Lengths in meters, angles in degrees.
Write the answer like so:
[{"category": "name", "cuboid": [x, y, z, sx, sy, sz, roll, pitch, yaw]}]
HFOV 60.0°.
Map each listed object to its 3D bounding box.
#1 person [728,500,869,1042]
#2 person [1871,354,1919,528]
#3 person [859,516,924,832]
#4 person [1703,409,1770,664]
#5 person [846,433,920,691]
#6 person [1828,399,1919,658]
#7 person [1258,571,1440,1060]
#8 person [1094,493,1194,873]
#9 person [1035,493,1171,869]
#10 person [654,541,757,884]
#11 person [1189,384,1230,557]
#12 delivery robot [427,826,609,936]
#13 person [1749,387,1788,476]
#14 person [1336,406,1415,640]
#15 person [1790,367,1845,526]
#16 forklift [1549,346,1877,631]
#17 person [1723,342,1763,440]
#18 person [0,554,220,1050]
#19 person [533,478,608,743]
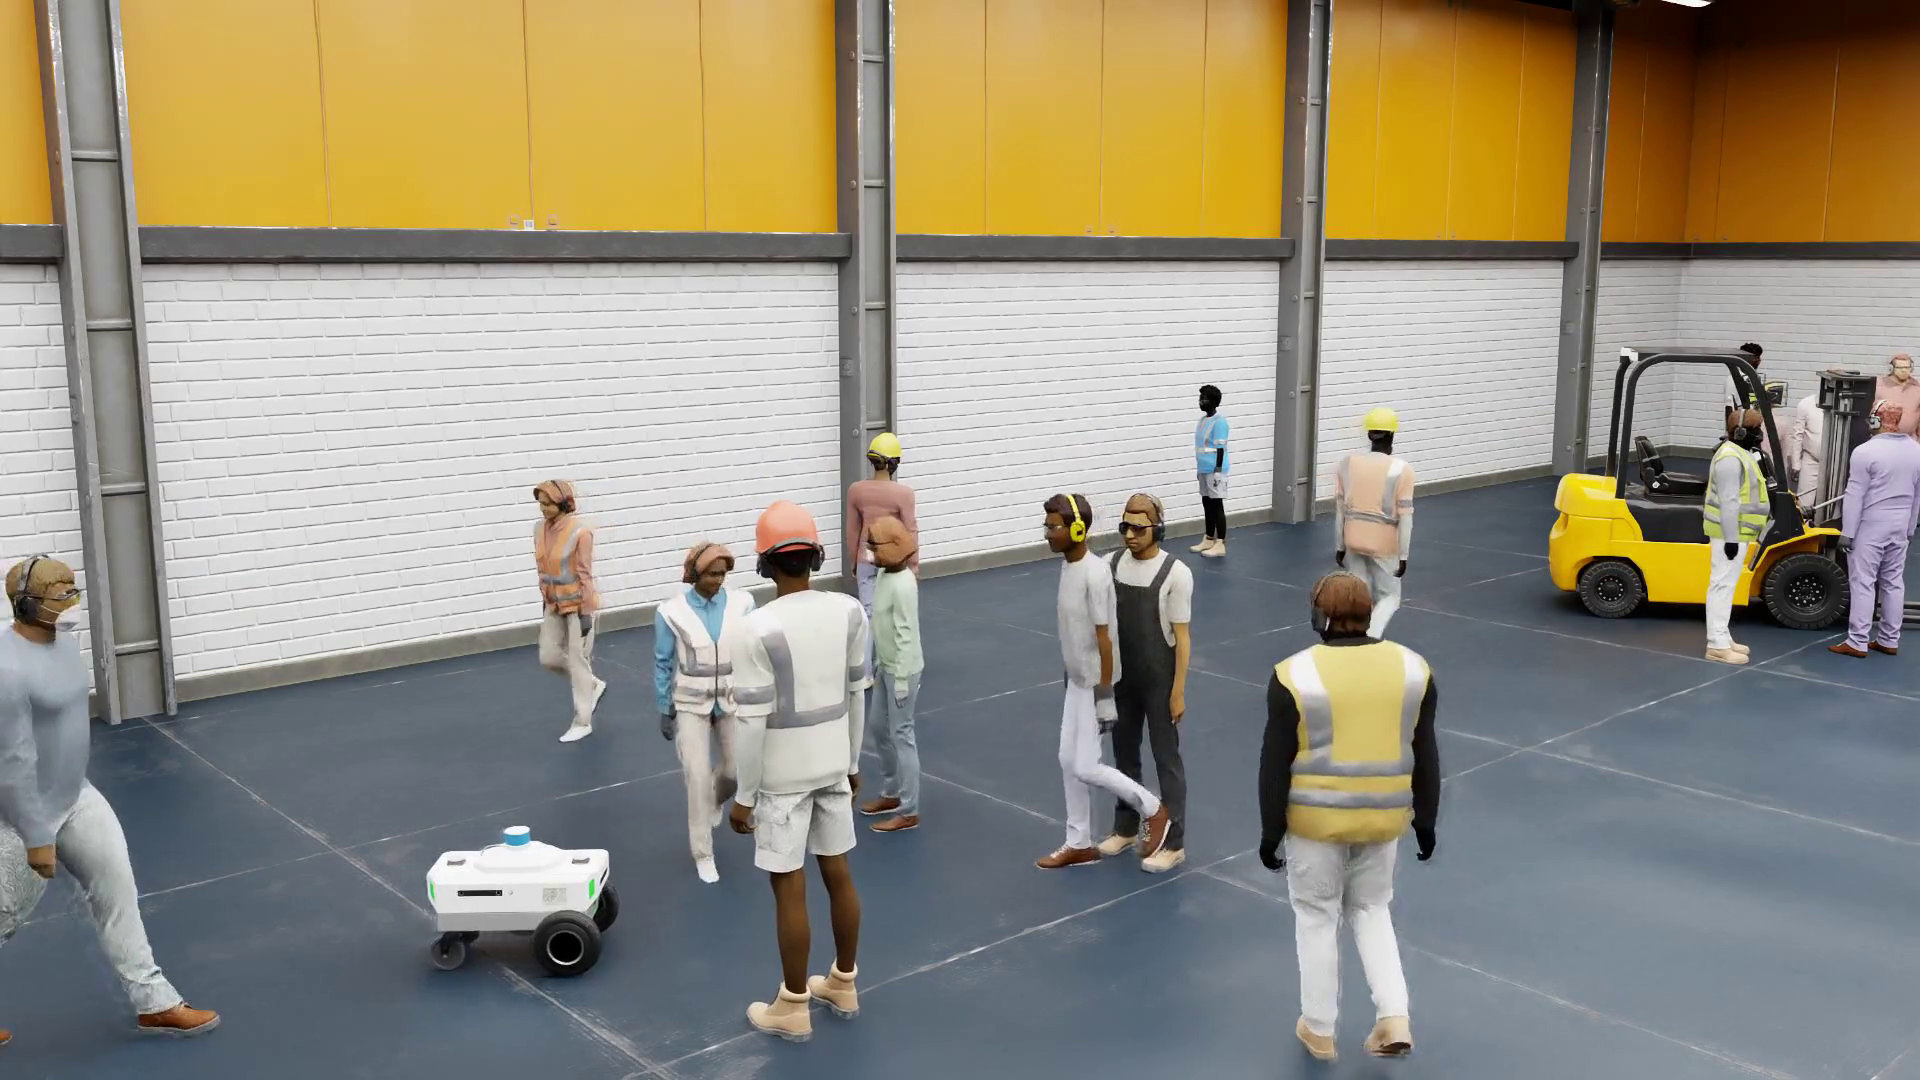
[{"category": "person", "cuboid": [-0.622, 0.866, 6.273, 0.609, 2.040, 0.394, -9, 13, -43]}, {"category": "person", "cuboid": [10.180, -1.068, 18.053, 0.698, 1.901, 0.552, 1, 10, 7]}, {"category": "person", "cuboid": [-0.343, 0.683, 8.555, 0.305, 1.626, 0.533, -2, 10, -14]}, {"category": "person", "cuboid": [5.657, -0.037, 12.138, 0.430, 1.845, 0.619, 5, 11, 29]}, {"category": "person", "cuboid": [-0.507, 0.160, 11.209, 0.534, 1.767, 0.317, 5, 11, 26]}, {"category": "person", "cuboid": [6.745, -0.083, 12.246, 0.640, 1.902, 0.402, -3, 10, -18]}, {"category": "person", "cuboid": [1.407, 1.026, 5.993, 0.664, 1.817, 0.533, -2, 10, -9]}, {"category": "person", "cuboid": [0.879, 0.677, 7.995, 0.503, 1.838, 0.347, 9, 13, 42]}, {"category": "person", "cuboid": [0.681, 0.685, 7.902, 0.594, 1.844, 0.556, -3, 10, -17]}, {"category": "person", "cuboid": [-1.217, 0.782, 8.002, 0.539, 1.622, 0.578, -4, 11, -23]}, {"category": "person", "cuboid": [2.473, -0.686, 16.388, 0.320, 1.690, 0.538, -3, 10, -15]}, {"category": "delivery robot", "cuboid": [-1.845, 1.443, 6.963, 0.707, 0.478, 0.477, 0, 10, -2]}, {"category": "person", "cuboid": [7.679, -0.606, 15.866, 0.722, 1.720, 0.499, -3, 10, -19]}, {"category": "person", "cuboid": [2.851, 0.031, 11.556, 0.593, 1.913, 0.522, 8, 12, 39]}, {"category": "person", "cuboid": [8.249, -0.696, 15.825, 0.639, 1.903, 0.407, 4, 11, 23]}, {"category": "forklift", "cuboid": [6.109, -0.478, 13.691, 2.313, 2.155, 1.214, 3, 10, 16]}, {"category": "person", "cuboid": [9.099, -1.321, 19.344, 0.609, 1.954, 0.391, -7, 12, -35]}, {"category": "person", "cuboid": [-3.378, 0.977, 6.100, 1.036, 1.887, 0.635, 0, 10, -2]}, {"category": "person", "cuboid": [-2.353, 0.414, 10.150, 0.520, 1.623, 0.475, 7, 12, 34]}]
